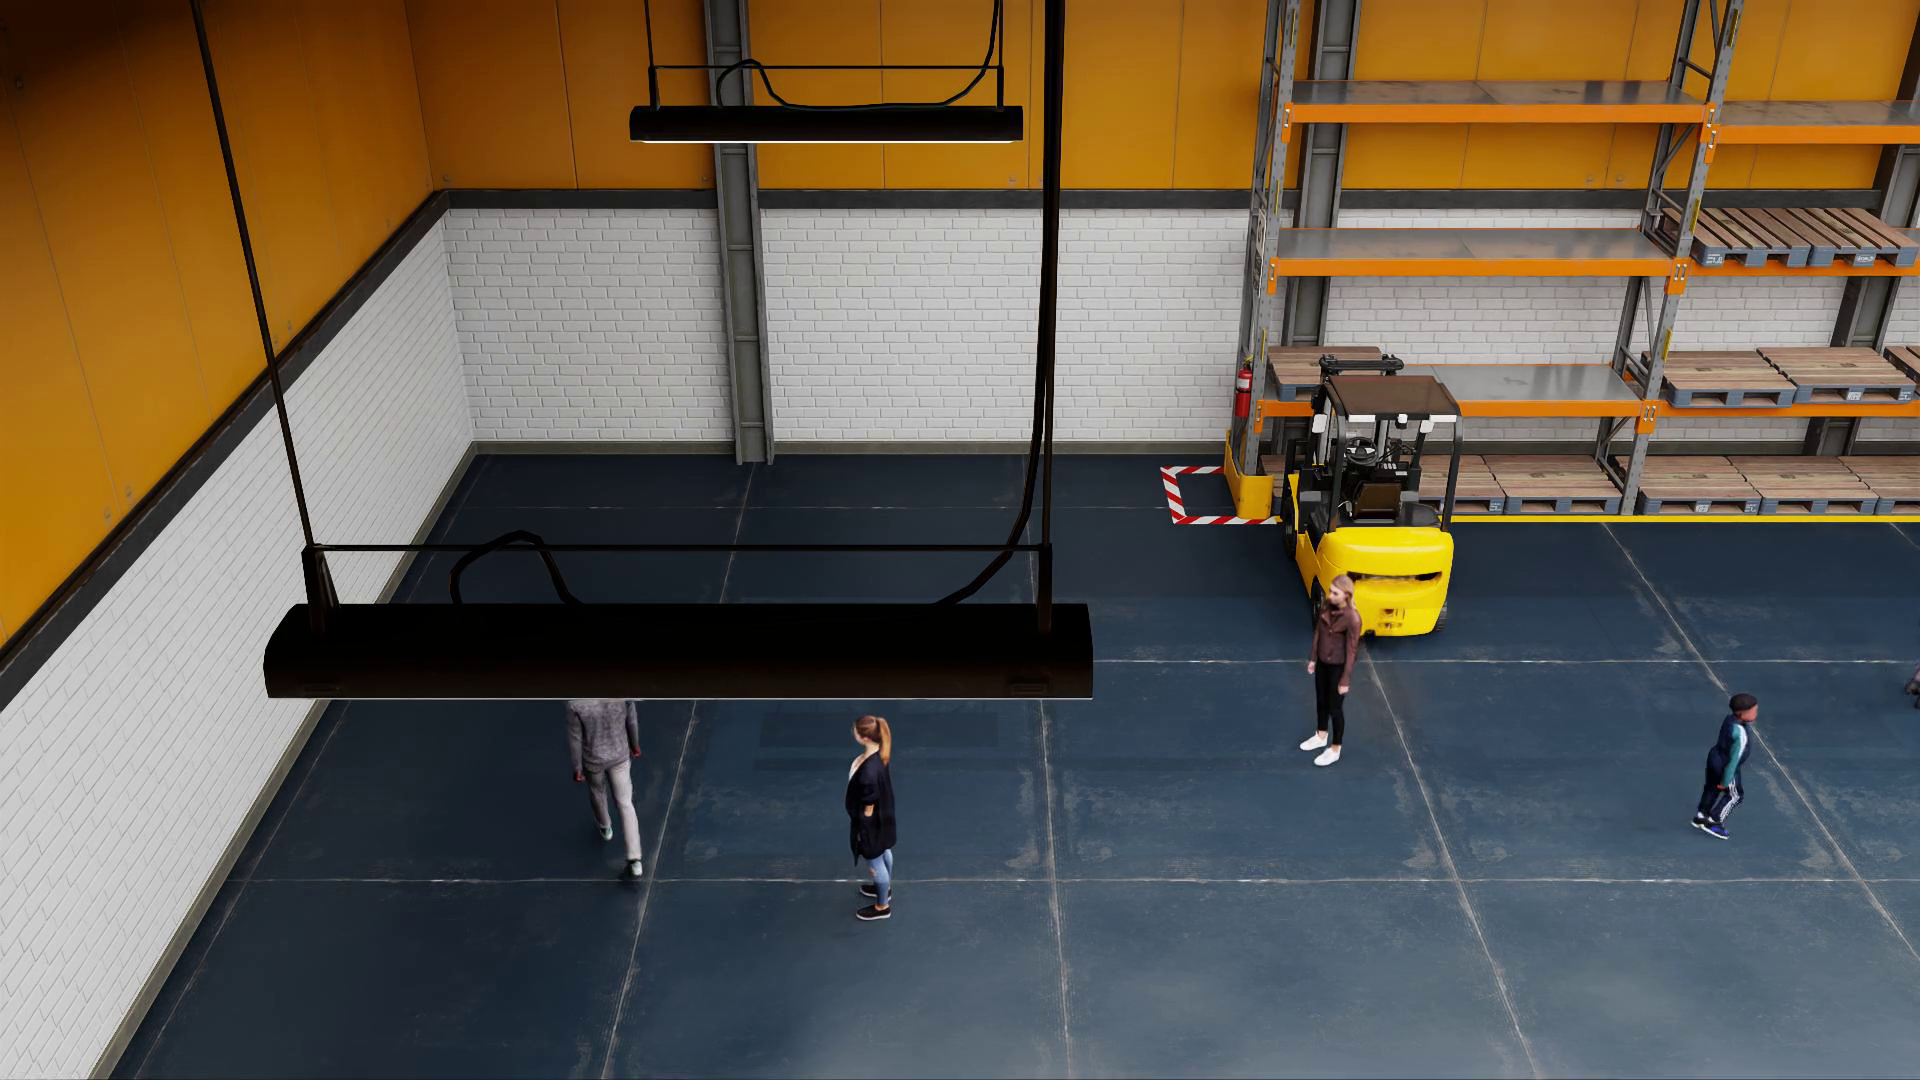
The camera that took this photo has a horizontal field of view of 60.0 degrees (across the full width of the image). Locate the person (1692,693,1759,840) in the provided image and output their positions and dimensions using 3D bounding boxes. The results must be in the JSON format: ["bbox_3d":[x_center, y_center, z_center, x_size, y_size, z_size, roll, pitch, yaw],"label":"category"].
[{"bbox_3d":[5.741,1.682,12.603,0.514,1.249,0.524,3,29,5],"label":"person"}]

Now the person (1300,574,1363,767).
[{"bbox_3d":[3.012,1.005,13.371,0.665,1.704,0.687,-13,31,-22],"label":"person"}]

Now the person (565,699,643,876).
[{"bbox_3d":[-2.549,1.631,12.108,1.217,1.814,1.085,-13,31,-22],"label":"person"}]

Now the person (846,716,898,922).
[{"bbox_3d":[-0.597,1.932,11.684,0.594,1.690,0.653,4,29,7],"label":"person"}]
